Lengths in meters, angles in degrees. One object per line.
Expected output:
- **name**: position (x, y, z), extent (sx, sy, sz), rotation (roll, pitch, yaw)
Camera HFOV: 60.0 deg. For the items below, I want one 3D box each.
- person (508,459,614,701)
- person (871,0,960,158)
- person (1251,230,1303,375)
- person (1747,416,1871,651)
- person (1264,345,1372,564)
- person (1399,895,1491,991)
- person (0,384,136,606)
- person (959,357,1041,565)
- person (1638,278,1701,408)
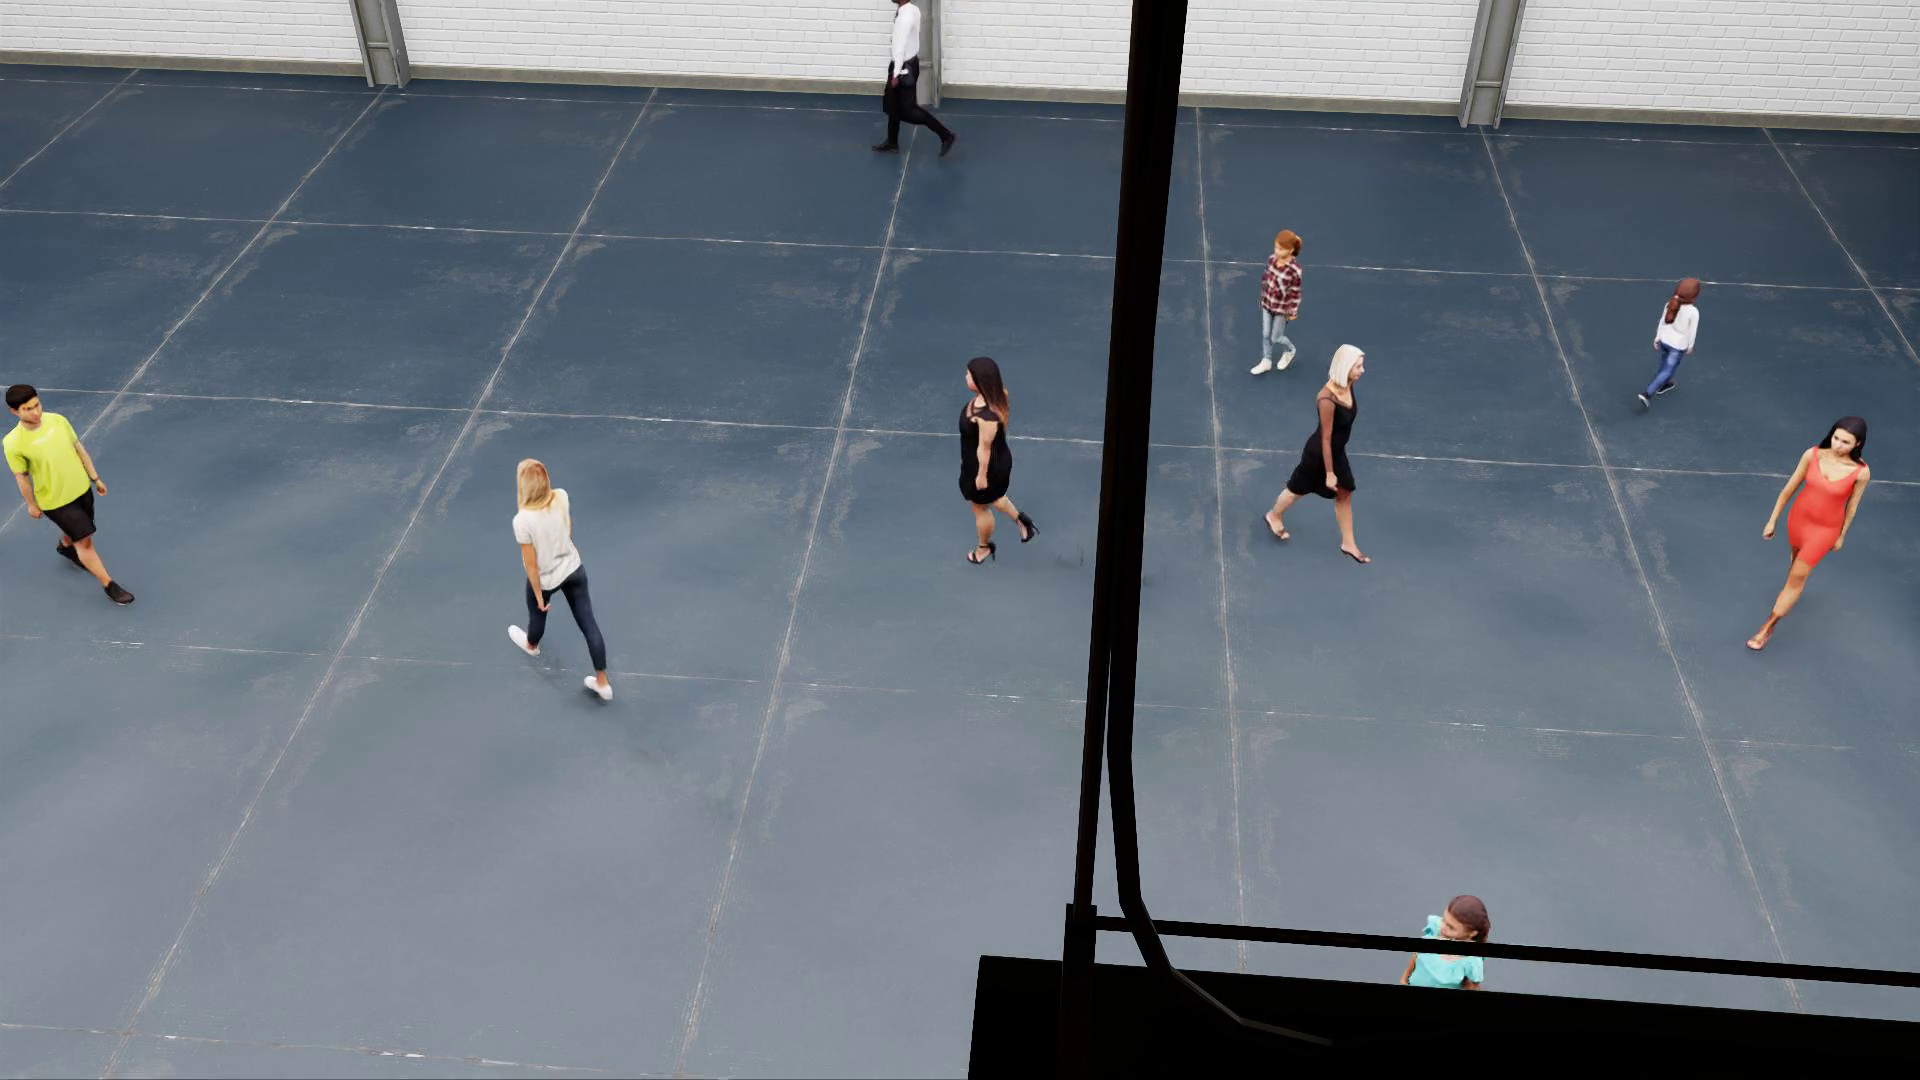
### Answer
- **person**: position (-2.465, 0.286, 10.445), extent (1.074, 1.767, 1.185), rotation (-31, 48, -33)
- **person**: position (-0.454, -4.658, 16.603), extent (1.119, 1.808, 0.625), rotation (4, 39, 5)
- **person**: position (2.657, -1.958, 13.627), extent (0.765, 1.303, 0.700), rotation (-22, 43, -25)
- **person**: position (5.686, -0.126, 11.040), extent (1.131, 1.669, 1.125), rotation (-31, 48, -33)
- **person**: position (2.469, -0.608, 11.620), extent (1.153, 1.698, 0.999), rotation (27, 46, 29)
- **person**: position (2.407, 2.251, 8.179), extent (1.139, 1.524, 0.845), rotation (-11, 40, -14)
- **person**: position (-6.169, -0.361, 11.329), extent (1.172, 1.674, 0.868), rotation (16, 41, 19)
- **person**: position (0.273, -0.504, 11.485), extent (0.783, 1.704, 0.640), rotation (4, 39, 6)
- **person**: position (5.688, -1.576, 13.313), extent (0.813, 1.097, 0.692), rotation (-20, 43, -23)
